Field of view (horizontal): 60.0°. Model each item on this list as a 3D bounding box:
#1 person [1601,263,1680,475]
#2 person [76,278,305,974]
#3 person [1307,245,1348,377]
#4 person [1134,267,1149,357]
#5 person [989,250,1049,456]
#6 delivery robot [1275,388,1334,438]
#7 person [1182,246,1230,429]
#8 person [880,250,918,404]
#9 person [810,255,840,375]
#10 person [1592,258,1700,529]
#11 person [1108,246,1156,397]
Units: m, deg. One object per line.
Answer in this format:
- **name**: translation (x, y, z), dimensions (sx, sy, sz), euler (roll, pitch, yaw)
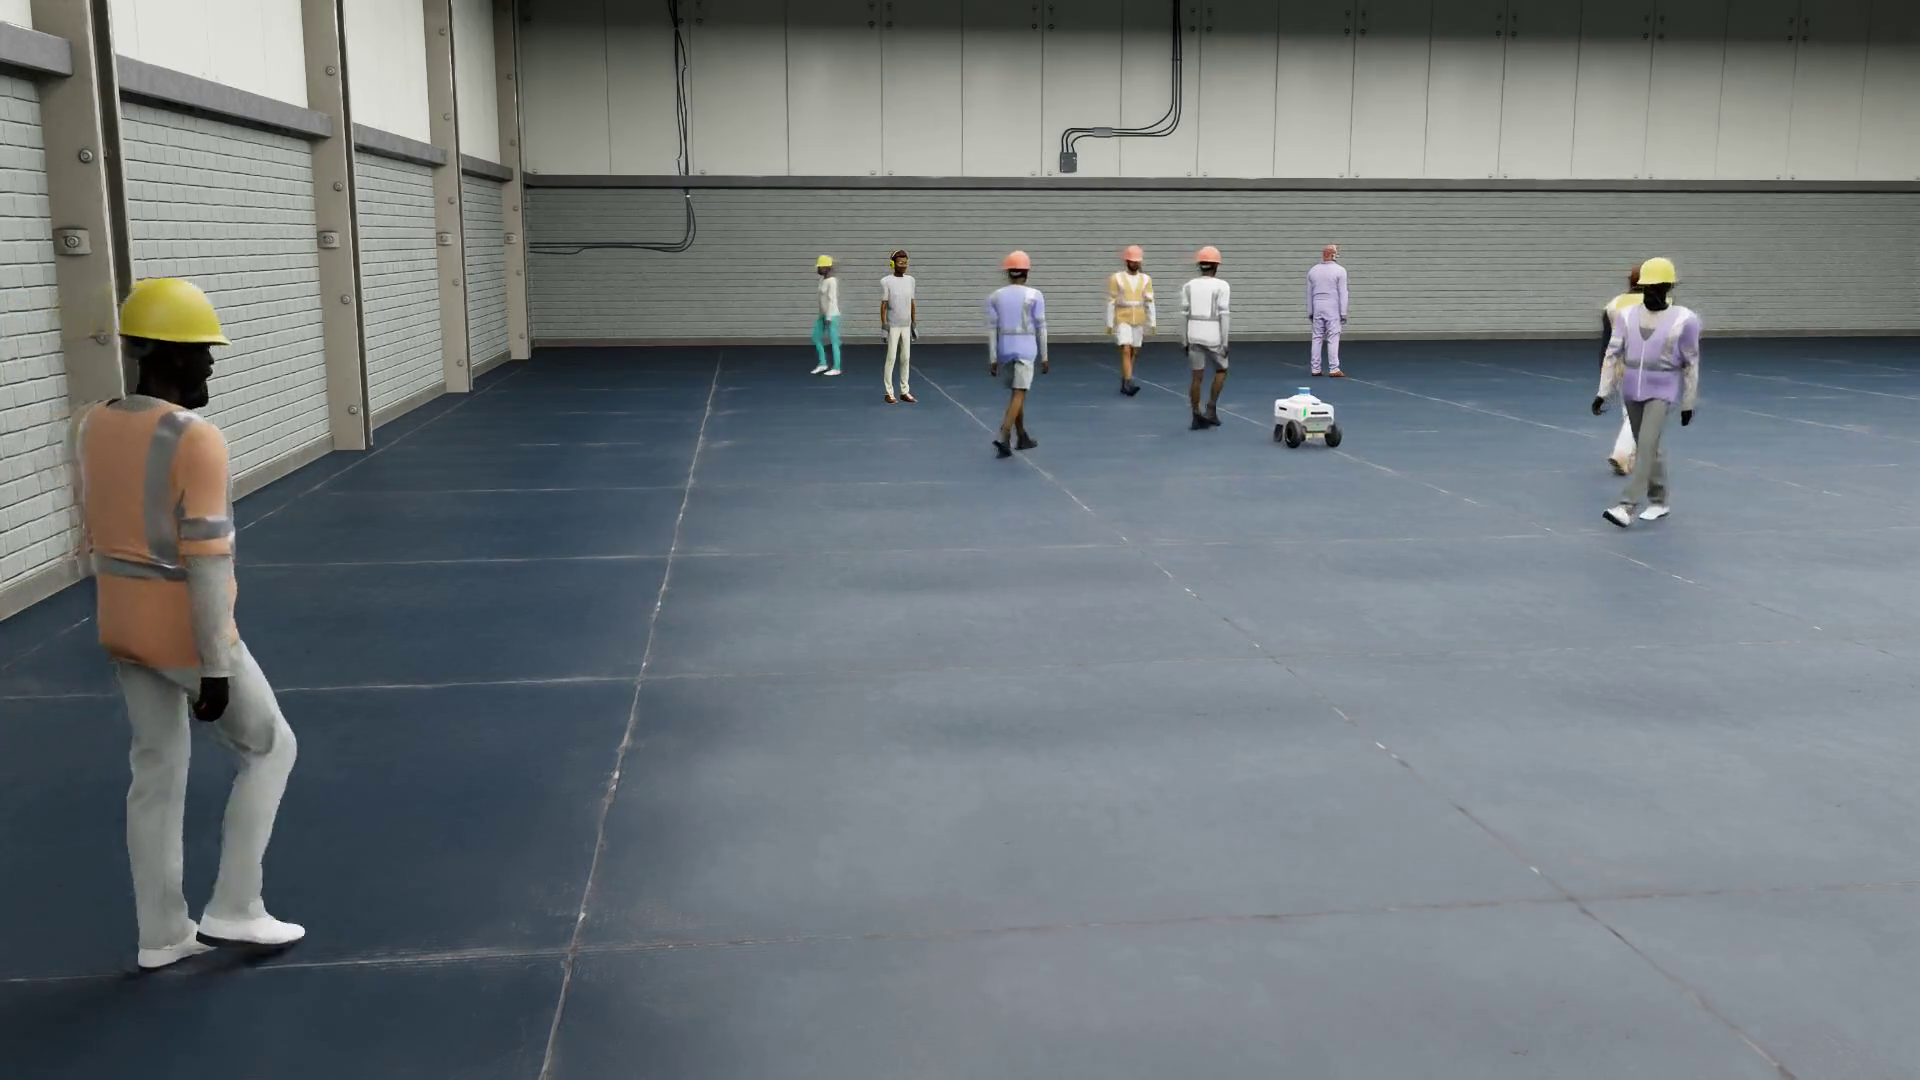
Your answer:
- **person**: translation (5.791, -1.462, 14.260), dimensions (0.924, 1.813, 0.615), euler (-8, 13, -39)
- **person**: translation (-2.128, 0.243, 4.600), dimensions (0.599, 1.911, 0.522), euler (5, 12, 27)
- **person**: translation (5.333, -3.306, 24.063), dimensions (0.401, 1.910, 0.641), euler (-10, 14, -44)
- **person**: translation (2.951, -3.866, 27.968), dimensions (0.525, 1.586, 0.829), euler (-3, 11, -15)
- **person**: translation (0.508, -1.745, 15.530), dimensions (0.554, 1.908, 0.937), euler (6, 12, 30)
- **delivery robot**: translation (3.347, -1.241, 16.196), dimensions (0.477, 0.478, 0.707), euler (-2, 11, -13)
- **person**: translation (2.606, -2.124, 17.543), dimensions (0.575, 1.916, 0.515), euler (7, 12, 34)
- **person**: translation (-0.740, -2.596, 20.306), dimensions (0.516, 1.865, 0.313), euler (-8, 13, -37)
- **person**: translation (-1.998, -3.268, 24.262), dimensions (0.554, 1.745, 0.555), euler (-5, 11, -26)
- **person**: translation (4.800, -1.024, 11.651), dimensions (1.002, 1.871, 0.589), euler (-8, 13, -38)
- **person**: translation (2.220, -2.771, 21.163), dimensions (0.576, 1.887, 0.965), euler (-2, 11, -12)
